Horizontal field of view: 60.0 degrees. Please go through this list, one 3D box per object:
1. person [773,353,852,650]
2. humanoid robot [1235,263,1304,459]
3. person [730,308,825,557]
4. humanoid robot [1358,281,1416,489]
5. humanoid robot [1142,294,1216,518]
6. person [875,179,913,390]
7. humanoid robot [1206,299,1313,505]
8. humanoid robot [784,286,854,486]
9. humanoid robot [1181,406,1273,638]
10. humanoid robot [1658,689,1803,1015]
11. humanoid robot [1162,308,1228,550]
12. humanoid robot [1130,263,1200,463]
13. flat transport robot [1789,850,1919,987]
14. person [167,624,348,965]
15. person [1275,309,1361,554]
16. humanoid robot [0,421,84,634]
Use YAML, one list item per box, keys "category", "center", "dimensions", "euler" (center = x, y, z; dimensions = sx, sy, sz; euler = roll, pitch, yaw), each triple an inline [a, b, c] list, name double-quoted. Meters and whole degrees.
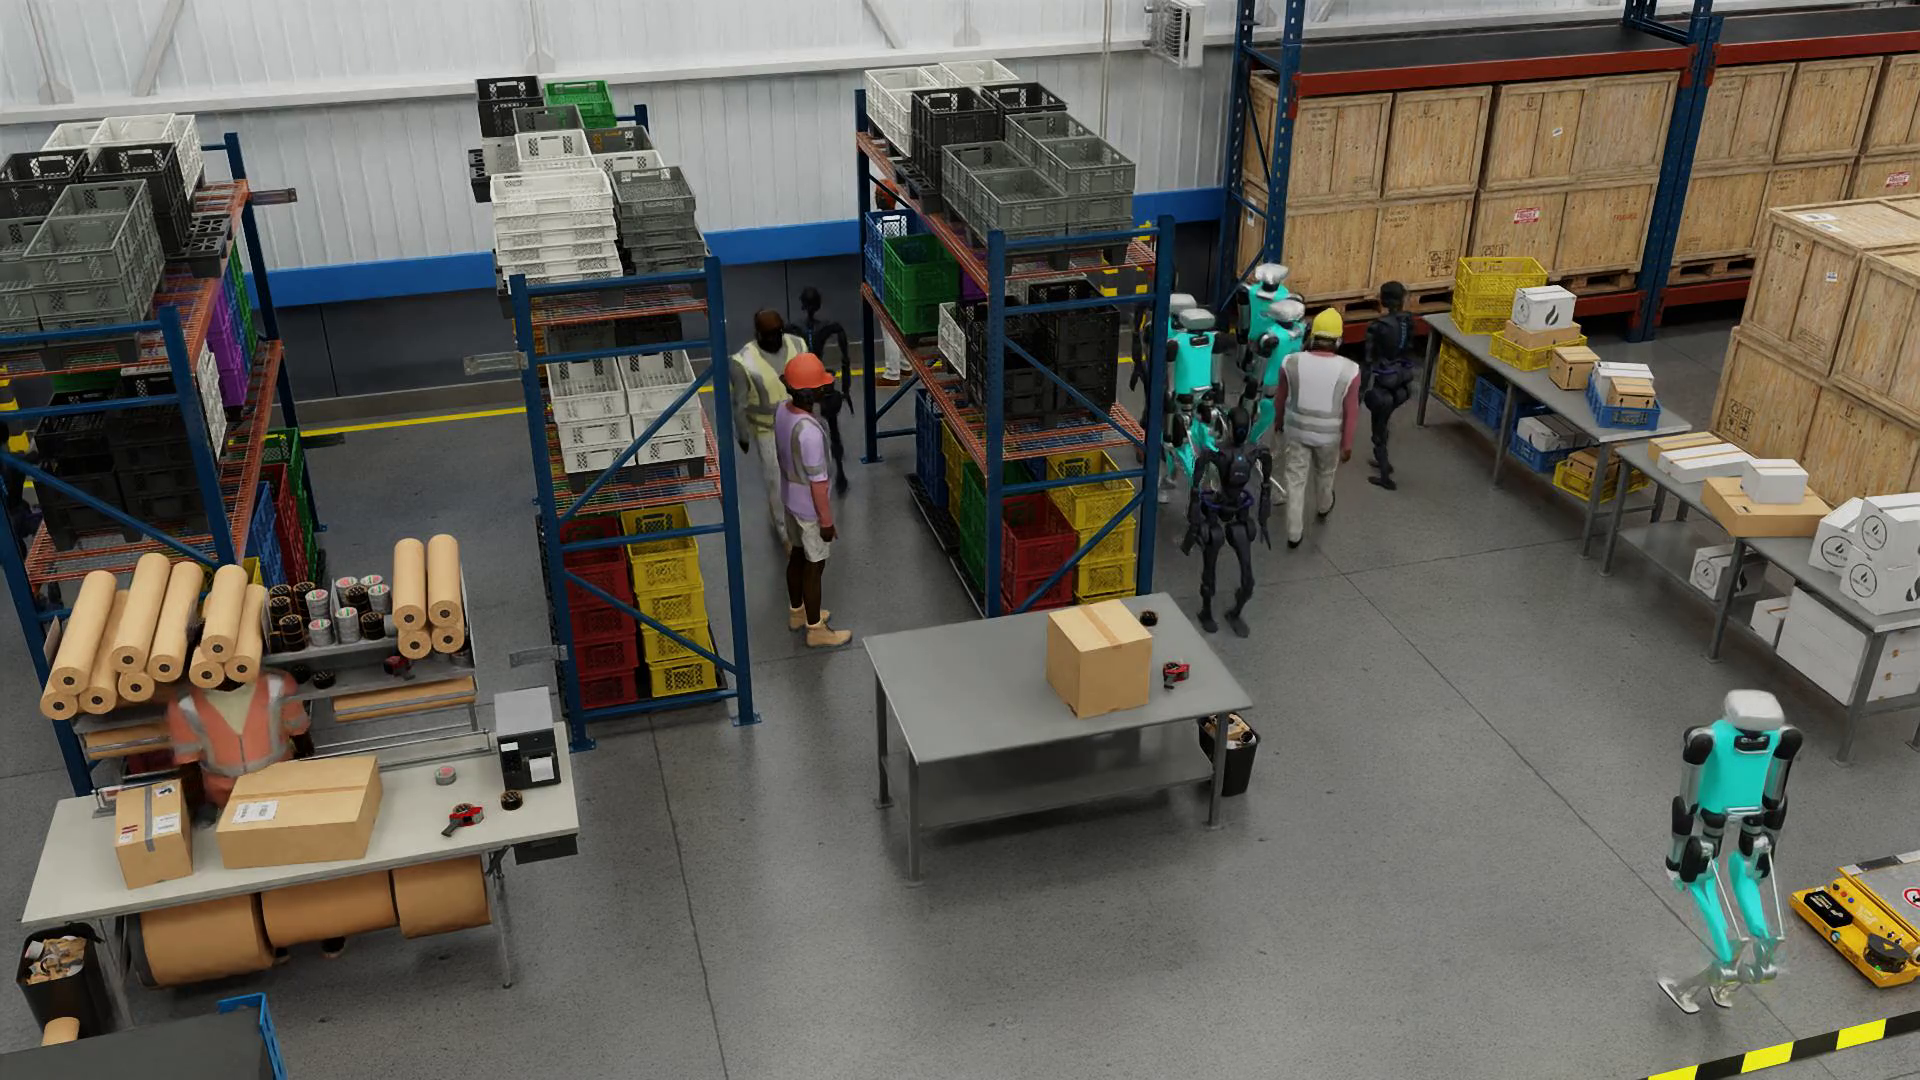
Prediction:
- category: "person"
  center: [-0.969, -0.253, 10.781]
  dimensions: [0.374, 2.044, 0.604]
  euler: [-14, 32, -24]
- category: "humanoid robot"
  center: [2.499, -1.387, 13.203]
  dimensions: [0.539, 1.804, 0.795]
  euler: [17, 33, 28]
- category: "person"
  center: [-1.309, -0.824, 12.050]
  dimensions: [0.635, 1.818, 0.757]
  euler: [-17, 33, -29]
- category: "humanoid robot"
  center: [3.297, -1.207, 12.907]
  dimensions: [0.584, 1.645, 0.461]
  euler: [-19, 34, -31]
- category: "humanoid robot"
  center: [1.679, -0.870, 12.270]
  dimensions: [0.530, 1.751, 0.998]
  euler: [-7, 30, -13]
- category: "person"
  center: [-0.606, -2.233, 14.549]
  dimensions: [0.355, 1.882, 0.573]
  euler: [15, 32, 25]
- category: "humanoid robot"
  center: [2.166, -1.054, 12.563]
  dimensions: [0.533, 1.723, 1.046]
  euler: [-23, 36, -36]
- category: "humanoid robot"
  center: [-1.113, -1.141, 12.791]
  dimensions: [0.593, 1.651, 0.332]
  euler: [0, 29, 0]
- category: "humanoid robot"
  center: [1.752, -0.105, 10.893]
  dimensions: [0.598, 1.641, 0.470]
  euler: [-5, 29, -10]
- category: "humanoid robot"
  center: [3.606, 1.547, 7.682]
  dimensions: [0.533, 1.677, 0.735]
  euler: [-2, 29, -4]
- category: "humanoid robot"
  center: [1.793, -0.725, 11.952]
  dimensions: [0.556, 1.750, 0.841]
  euler: [-15, 32, -25]
- category: "humanoid robot"
  center: [1.661, -1.395, 13.233]
  dimensions: [0.601, 1.656, 0.372]
  euler: [-2, 29, -4]
- category: "flat transport robot"
  center: [5.163, 1.916, 8.676]
  dimensions: [1.431, 0.231, 0.659]
  euler: [-8, 30, -14]
- category: "person"
  center: [-3.457, 1.235, 8.169]
  dimensions: [0.609, 1.947, 0.449]
  euler: [-11, 31, -19]
- category: "person"
  center: [2.593, -0.849, 12.117]
  dimensions: [0.600, 1.789, 0.882]
  euler: [8, 30, 15]
- category: "humanoid robot"
  center: [-6.105, -0.069, 10.865]
  dimensions: [0.615, 1.621, 0.778]
  euler: [-11, 31, -19]
